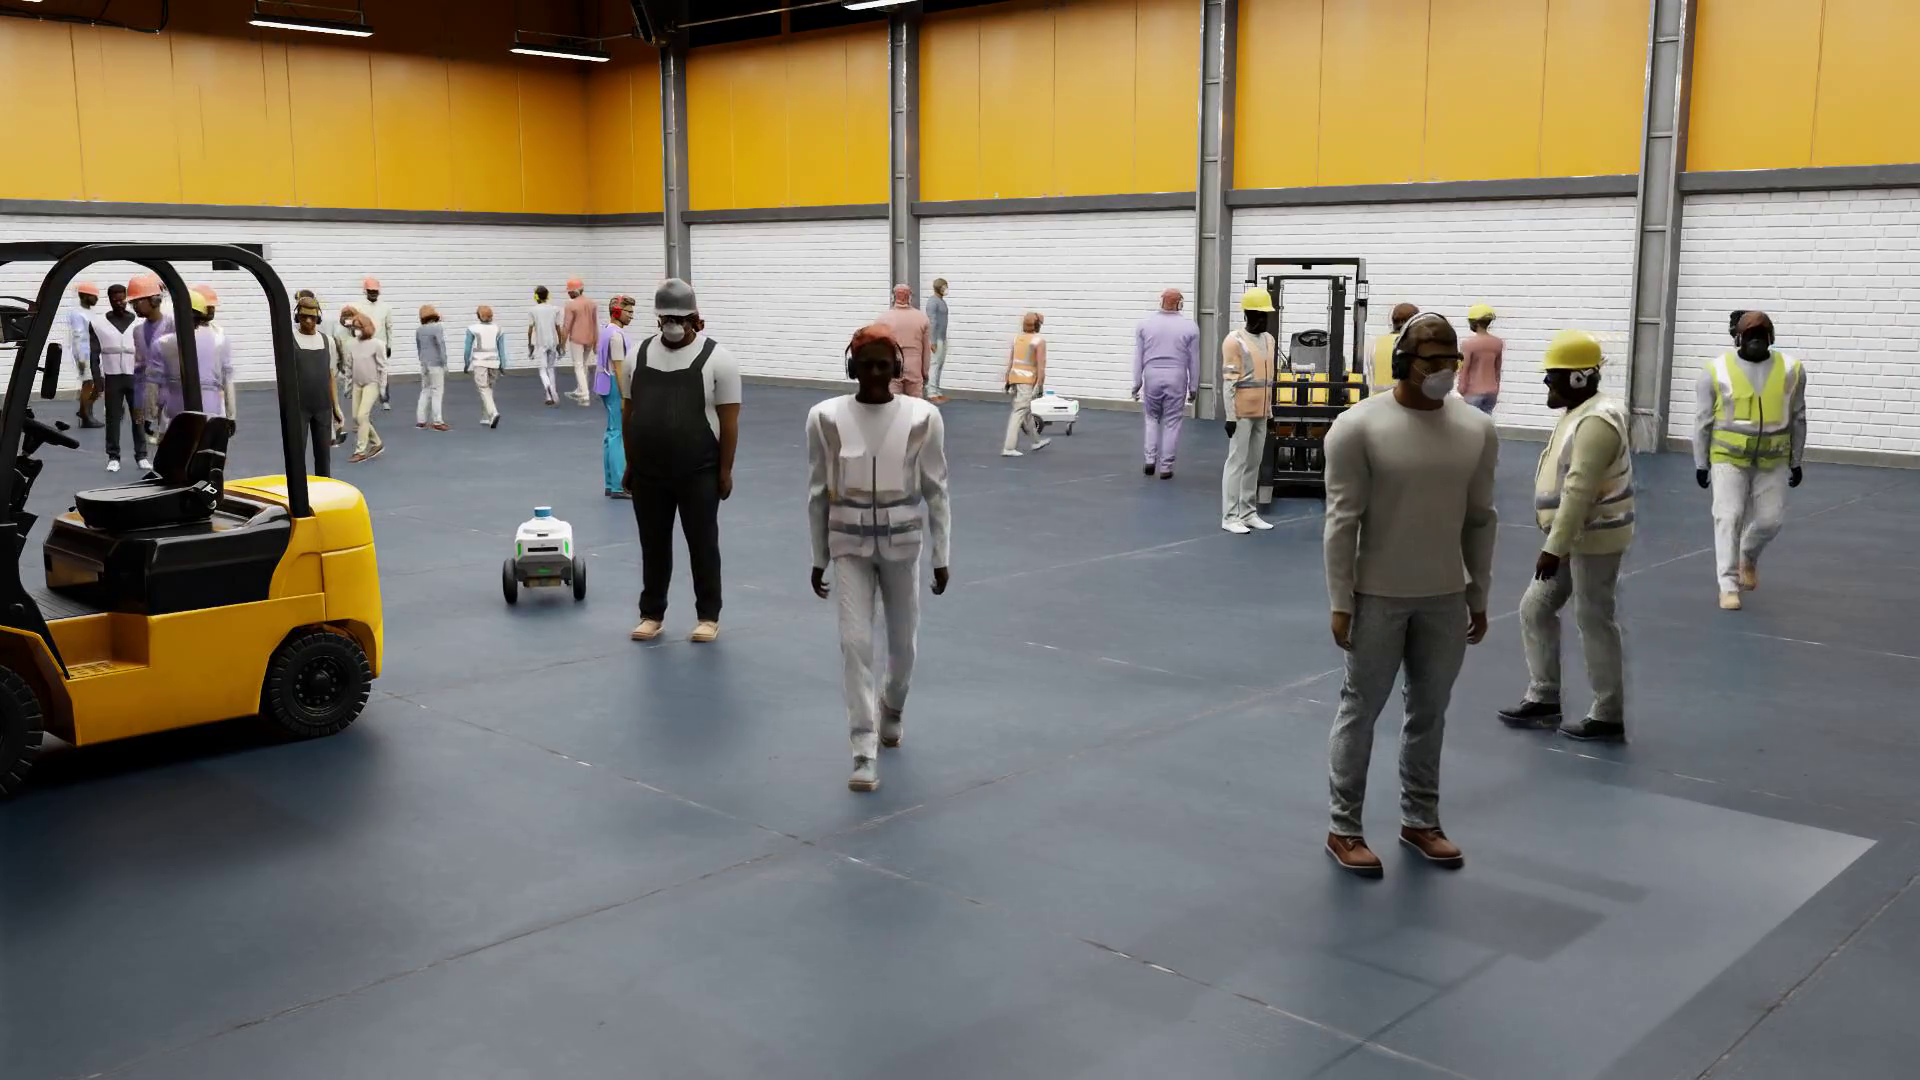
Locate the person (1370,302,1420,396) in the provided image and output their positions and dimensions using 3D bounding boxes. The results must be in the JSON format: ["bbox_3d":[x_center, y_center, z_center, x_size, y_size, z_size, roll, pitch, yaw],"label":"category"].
[{"bbox_3d":[3.444,-0.937,12.963,0.434,1.816,0.636,-5,10,-28],"label":"person"}]

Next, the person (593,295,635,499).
[{"bbox_3d":[-3.108,-1.290,15.041,0.393,1.837,0.563,-3,10,-20],"label":"person"}]

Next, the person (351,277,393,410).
[{"bbox_3d":[-8.720,-2.914,24.661,0.610,1.957,0.980,-5,10,-26],"label":"person"}]

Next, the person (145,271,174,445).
[{"bbox_3d":[-9.415,-2.135,19.604,0.394,2.040,0.609,5,10,27],"label":"person"}]

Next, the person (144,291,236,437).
[{"bbox_3d":[-6.094,-1.014,13.176,0.649,1.886,0.653,-8,12,-40],"label":"person"}]

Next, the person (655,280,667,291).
[{"bbox_3d":[-4.732,-3.315,27.303,0.978,1.892,0.563,0,9,-1],"label":"person"}]

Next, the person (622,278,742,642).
[{"bbox_3d":[-1.576,-0.445,9.242,0.679,2.000,0.536,2,9,12],"label":"person"}]

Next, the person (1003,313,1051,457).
[{"bbox_3d":[0.781,-1.732,18.542,0.881,1.580,0.527,-7,12,-38],"label":"person"}]

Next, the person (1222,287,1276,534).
[{"bbox_3d":[2.297,-1.015,13.083,0.593,1.924,0.381,-9,13,-44],"label":"person"}]

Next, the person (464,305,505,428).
[{"bbox_3d":[-6.188,-2.274,21.784,0.510,1.608,0.788,-8,12,-41],"label":"person"}]

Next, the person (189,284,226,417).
[{"bbox_3d":[-6.640,-1.283,14.697,0.375,1.935,0.551,3,10,18],"label":"person"}]

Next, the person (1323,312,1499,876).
[{"bbox_3d":[1.529,0.192,5.693,0.625,1.930,0.375,-2,10,-13],"label":"person"}]

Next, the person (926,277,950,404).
[{"bbox_3d":[-0.345,-3.071,25.657,0.355,1.936,0.635,2,10,14],"label":"person"}]

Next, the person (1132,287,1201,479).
[{"bbox_3d":[2.060,-1.552,16.505,0.667,1.881,0.575,3,10,16],"label":"person"}]

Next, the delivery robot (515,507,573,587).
[{"bbox_3d":[-2.643,0.033,10.569,0.477,0.478,0.707,-2,9,-13],"label":"delivery robot"}]

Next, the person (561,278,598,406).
[{"bbox_3d":[-5.892,-3.032,25.440,0.804,1.928,0.665,5,11,29],"label":"person"}]

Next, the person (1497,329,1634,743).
[{"bbox_3d":[2.652,-0.010,7.294,0.658,1.805,0.625,1,9,9],"label":"person"}]

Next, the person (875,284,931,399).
[{"bbox_3d":[-0.643,-1.872,18.403,0.651,1.906,0.402,-3,10,-18],"label":"person"}]

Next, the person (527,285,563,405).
[{"bbox_3d":[-6.226,-2.917,25.056,0.522,1.835,0.701,-5,10,-27],"label":"person"}]

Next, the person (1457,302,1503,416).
[{"bbox_3d":[5.028,-1.406,16.016,0.534,1.754,0.486,-4,10,-24],"label":"person"}]

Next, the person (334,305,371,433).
[{"bbox_3d":[-7.637,-2.149,20.986,0.524,1.612,0.409,2,10,14],"label":"person"}]

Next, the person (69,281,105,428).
[{"bbox_3d":[-11.296,-2.398,21.593,0.413,1.914,0.576,-1,9,-4],"label":"person"}]

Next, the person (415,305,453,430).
[{"bbox_3d":[-6.790,-2.207,21.359,0.597,1.616,0.322,7,11,36],"label":"person"}]

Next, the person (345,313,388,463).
[{"bbox_3d":[-6.419,-1.640,17.898,0.552,1.599,0.569,4,10,23],"label":"person"}]

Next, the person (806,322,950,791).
[{"bbox_3d":[-0.337,0.034,6.875,0.589,1.861,0.839,-1,9,-3],"label":"person"}]

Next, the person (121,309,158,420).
[{"bbox_3d":[-11.177,-2.529,22.632,0.519,1.842,0.749,4,10,25],"label":"person"}]

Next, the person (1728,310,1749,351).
[{"bbox_3d":[7.493,-1.364,15.965,0.377,1.679,0.549,3,10,17],"label":"person"}]

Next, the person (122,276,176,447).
[{"bbox_3d":[-6.583,-1.172,13.789,0.651,2.012,0.562,6,11,33],"label":"person"}]

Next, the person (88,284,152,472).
[{"bbox_3d":[-8.611,-1.668,17.120,0.597,1.915,0.371,-6,11,-31],"label":"person"}]

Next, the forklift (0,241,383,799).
[{"bbox_3d":[-3.706,-0.171,7.093,1.214,2.155,2.313,9,13,43],"label":"forklift"}]

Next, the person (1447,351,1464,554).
[{"bbox_3d":[2.785,-0.323,9.775,0.529,1.619,0.555,-5,10,-27],"label":"person"}]

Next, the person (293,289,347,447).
[{"bbox_3d":[-7.419,-1.987,19.310,0.429,1.837,0.606,7,12,38],"label":"person"}]

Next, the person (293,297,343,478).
[{"bbox_3d":[-5.389,-1.089,13.806,0.343,1.840,0.507,9,13,43],"label":"person"}]

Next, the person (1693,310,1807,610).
[{"bbox_3d":[4.825,-0.496,10.214,0.641,1.822,0.536,2,9,12],"label":"person"}]

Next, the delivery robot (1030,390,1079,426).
[{"bbox_3d":[1.127,-1.640,20.825,0.707,0.478,0.477,0,9,-2],"label":"delivery robot"}]

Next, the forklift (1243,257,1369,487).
[{"bbox_3d":[3.309,-1.629,16.029,1.214,2.155,2.313,2,9,11],"label":"forklift"}]
